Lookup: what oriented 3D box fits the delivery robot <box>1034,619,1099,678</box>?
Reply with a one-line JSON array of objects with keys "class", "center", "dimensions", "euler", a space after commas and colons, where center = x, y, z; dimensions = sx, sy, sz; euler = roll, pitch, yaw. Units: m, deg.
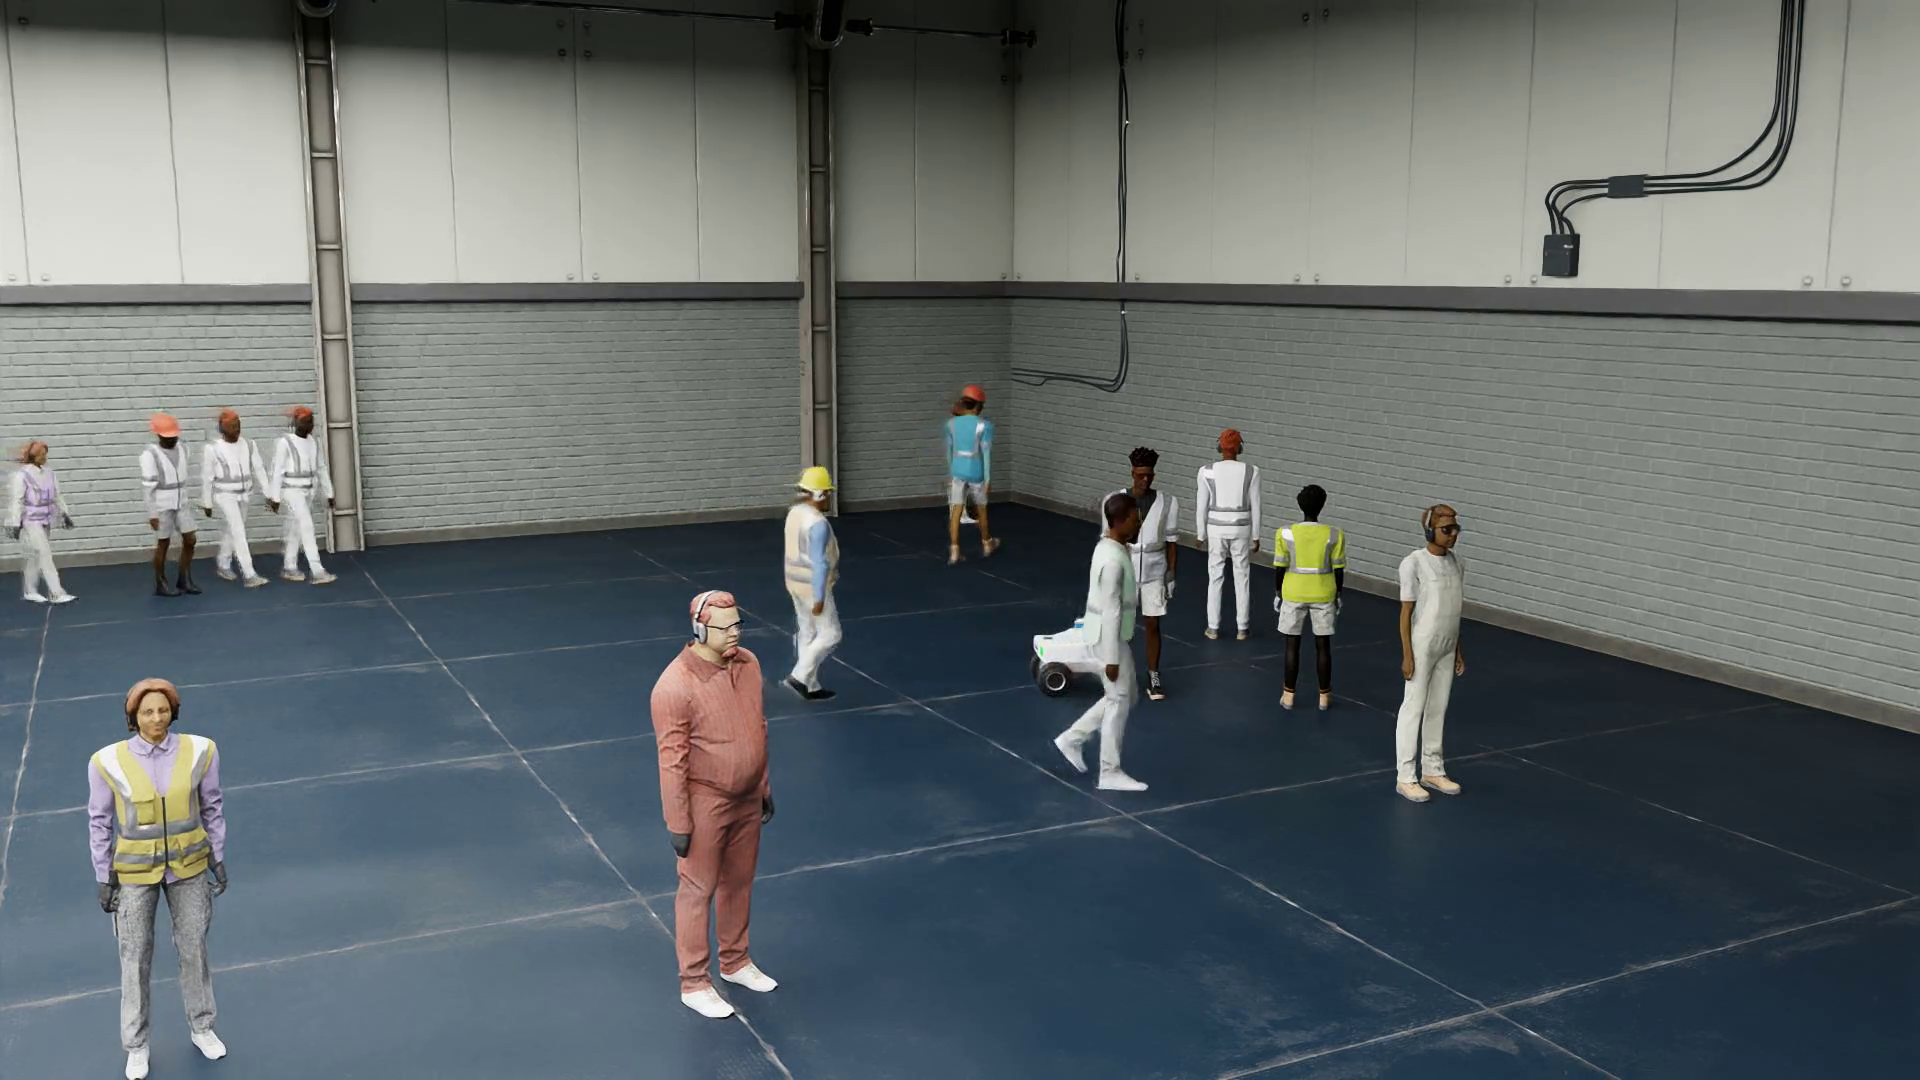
[{"class": "delivery robot", "center": [0.942, 0.863, 12.990], "dimensions": [0.707, 0.478, 0.477], "euler": [-1, 9, -6]}]

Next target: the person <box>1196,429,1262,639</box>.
[{"class": "person", "center": [2.391, -0.047, 14.805], "dimensions": [0.574, 1.883, 0.355], "euler": [1, 9, 8]}]

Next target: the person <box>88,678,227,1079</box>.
[{"class": "person", "center": [-3.279, 1.367, 6.831], "dimensions": [0.511, 1.644, 0.307], "euler": [-7, 11, -36]}]

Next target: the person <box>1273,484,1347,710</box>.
[{"class": "person", "center": [2.606, 0.430, 12.435], "dimensions": [0.541, 1.695, 0.315], "euler": [1, 9, 7]}]

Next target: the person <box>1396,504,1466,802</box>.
[{"class": "person", "center": [2.946, 0.694, 10.357], "dimensions": [0.507, 1.847, 0.345], "euler": [-6, 11, -31]}]

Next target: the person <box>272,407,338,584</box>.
[{"class": "person", "center": [-6.831, -0.462, 17.445], "dimensions": [0.922, 1.844, 0.615], "euler": [3, 10, 18]}]

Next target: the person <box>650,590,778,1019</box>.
[{"class": "person", "center": [-1.058, 1.155, 7.368], "dimensions": [0.403, 1.900, 0.647], "euler": [6, 11, 33]}]

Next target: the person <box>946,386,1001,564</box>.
[{"class": "person", "center": [0.132, -0.744, 18.796], "dimensions": [0.633, 1.986, 1.048], "euler": [5, 10, 26]}]

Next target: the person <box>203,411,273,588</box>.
[{"class": "person", "center": [-7.600, -0.435, 17.398], "dimensions": [1.013, 1.836, 0.577], "euler": [5, 11, 30]}]

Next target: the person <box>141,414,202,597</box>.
[{"class": "person", "center": [-7.888, -0.335, 16.599], "dimensions": [0.648, 1.876, 0.583], "euler": [5, 10, 27]}]

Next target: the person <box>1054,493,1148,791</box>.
[{"class": "person", "center": [0.916, 0.646, 10.467], "dimensions": [0.496, 1.906, 0.602], "euler": [1, 9, 4]}]

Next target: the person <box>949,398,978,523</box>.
[{"class": "person", "center": [0.022, -1.031, 21.633], "dimensions": [0.280, 1.633, 0.502], "euler": [-6, 11, -31]}]

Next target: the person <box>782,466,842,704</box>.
[{"class": "person", "center": [-1.113, 0.352, 12.549], "dimensions": [0.455, 1.813, 0.587], "euler": [-5, 11, -29]}]

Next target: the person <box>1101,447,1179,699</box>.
[{"class": "person", "center": [1.375, 0.254, 12.727], "dimensions": [0.603, 1.958, 0.375], "euler": [0, 9, 0]}]

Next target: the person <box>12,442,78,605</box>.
[{"class": "person", "center": [-8.972, -0.160, 16.342], "dimensions": [0.764, 1.604, 0.530], "euler": [1, 9, 4]}]
